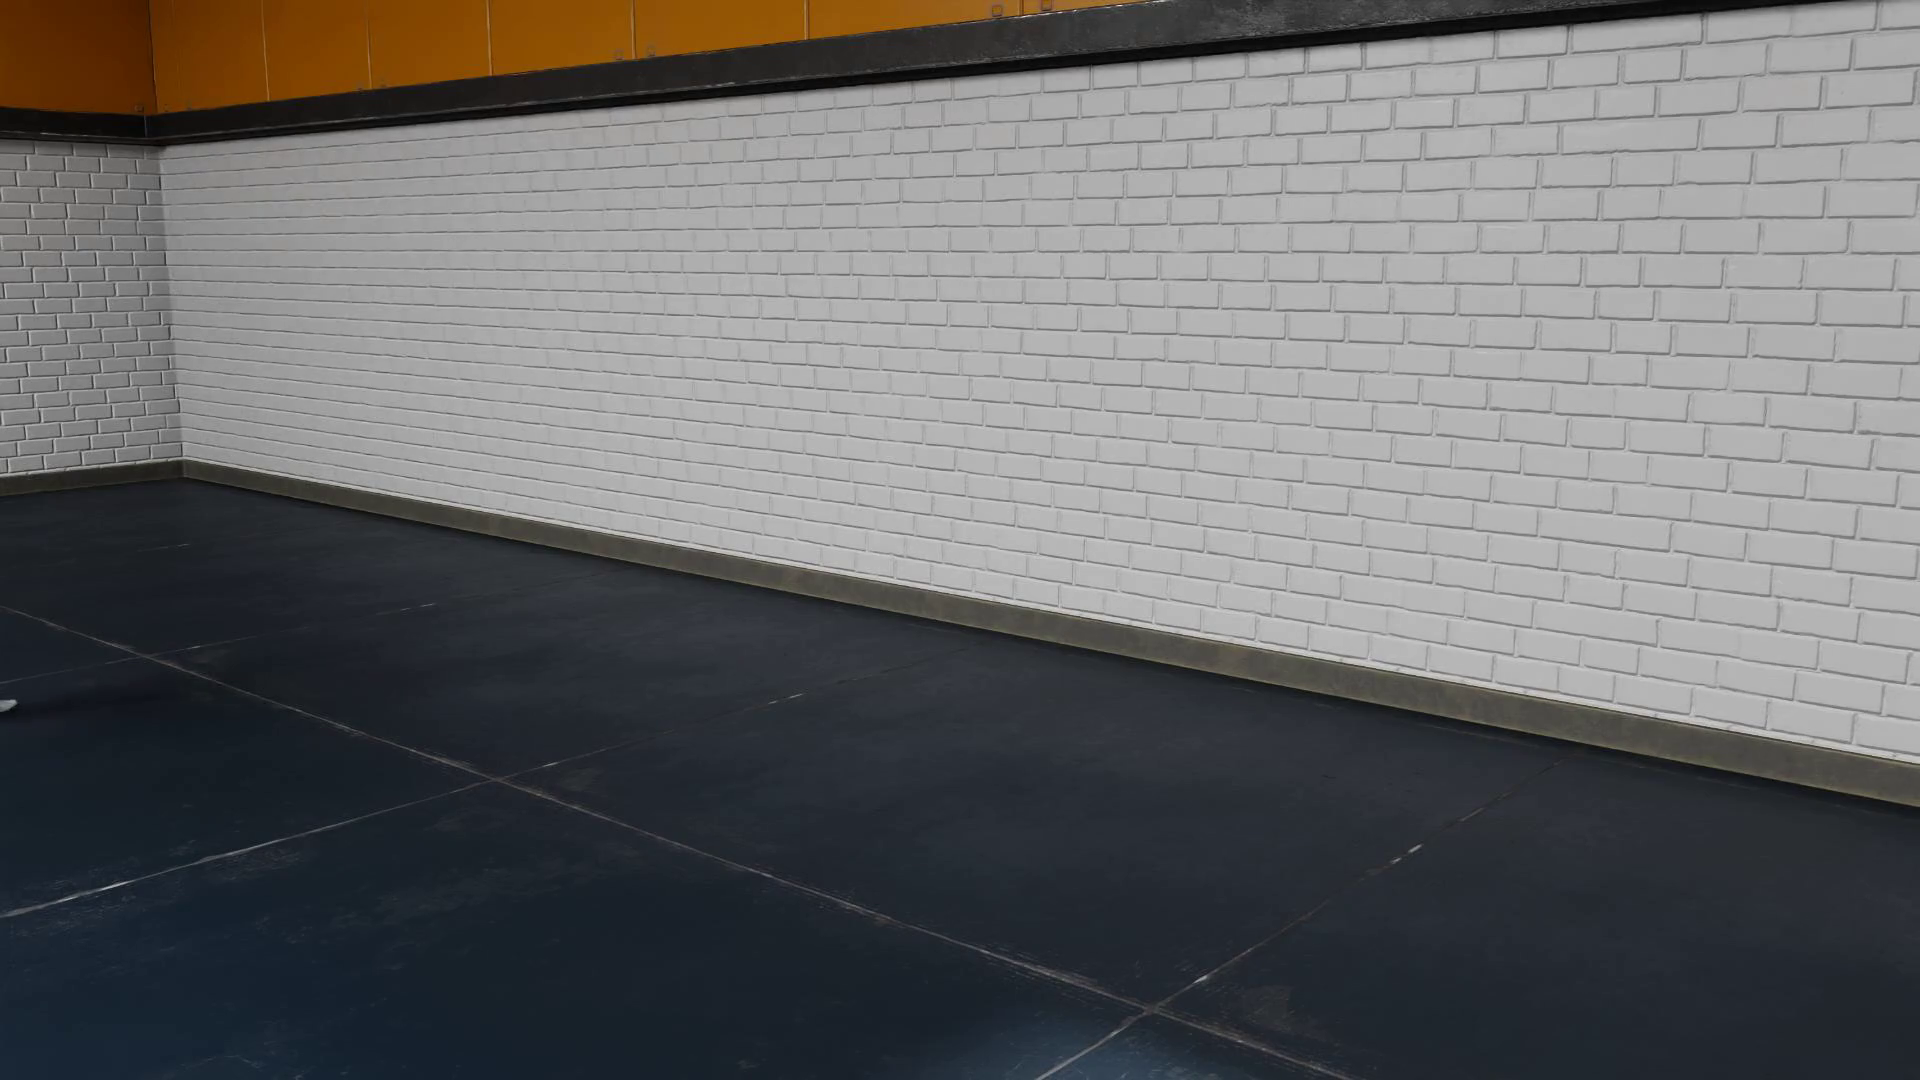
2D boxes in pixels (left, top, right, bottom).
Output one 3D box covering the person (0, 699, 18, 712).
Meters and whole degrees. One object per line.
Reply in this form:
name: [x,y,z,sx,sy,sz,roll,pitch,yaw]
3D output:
person: [-4.390,0.016,6.914,0.510,1.610,0.717,3,11,19]
